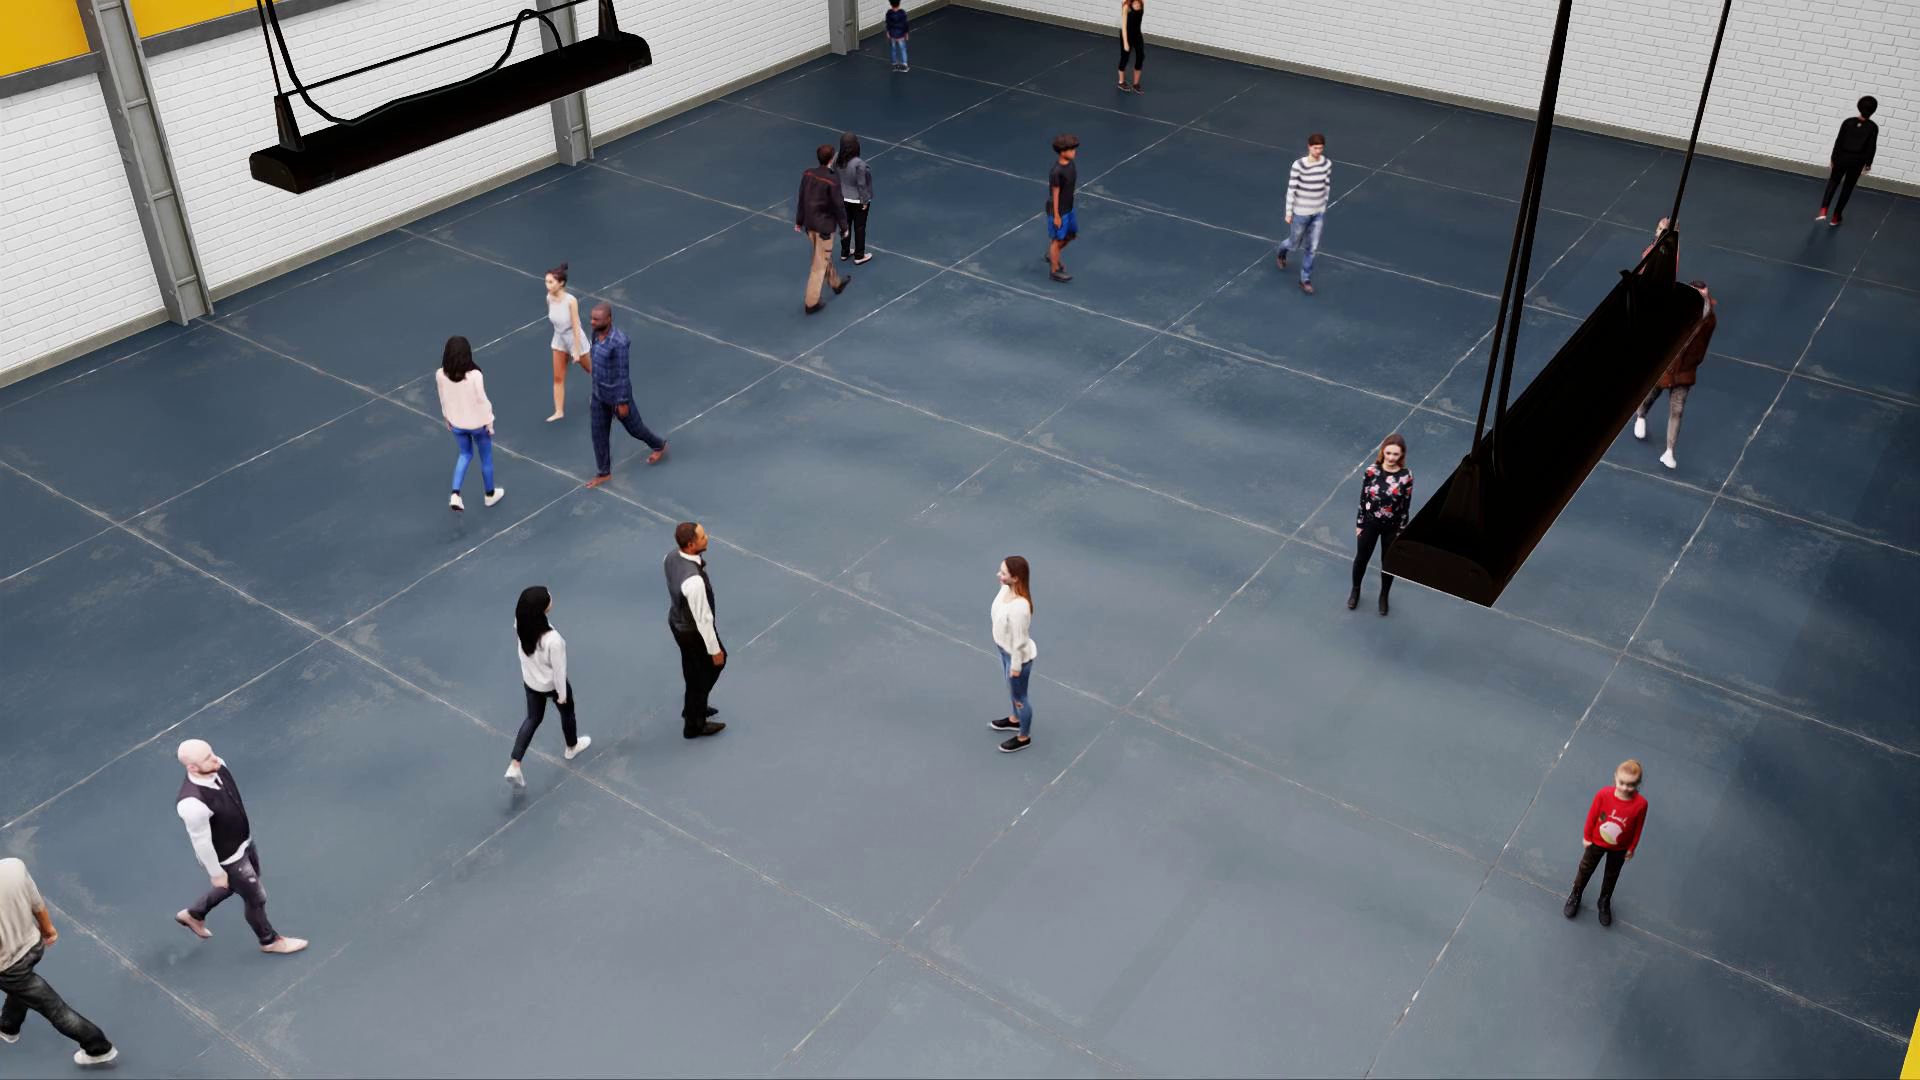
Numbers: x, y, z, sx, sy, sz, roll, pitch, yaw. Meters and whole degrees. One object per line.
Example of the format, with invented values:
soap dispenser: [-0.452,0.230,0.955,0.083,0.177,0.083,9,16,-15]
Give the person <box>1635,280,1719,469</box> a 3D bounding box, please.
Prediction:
person: [6.829,-1.678,16.014,1.003,1.797,1.252,6,34,9]

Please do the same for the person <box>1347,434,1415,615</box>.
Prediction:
person: [3.505,-0.147,13.814,0.626,1.682,0.608,10,35,14]

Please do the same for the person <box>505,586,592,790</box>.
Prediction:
person: [-3.058,1.067,12.000,0.676,1.669,1.060,17,37,23]

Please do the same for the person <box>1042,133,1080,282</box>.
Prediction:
person: [1.098,-3.877,19.332,0.694,1.787,0.613,20,38,27]

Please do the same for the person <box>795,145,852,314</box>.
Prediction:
person: [-1.619,-3.433,18.575,0.732,1.885,1.066,21,39,28]

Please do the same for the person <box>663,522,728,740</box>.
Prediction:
person: [-2.061,0.700,12.338,0.861,1.906,0.846,-14,36,-21]

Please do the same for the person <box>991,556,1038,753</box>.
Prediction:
person: [0.409,0.831,12.335,0.763,1.692,0.695,-5,34,-7]

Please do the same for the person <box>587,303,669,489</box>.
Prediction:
person: [-3.170,-1.389,15.587,0.750,1.789,1.165,26,41,33]

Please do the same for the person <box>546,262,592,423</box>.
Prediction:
person: [-3.853,-2.015,16.712,0.676,1.586,1.083,16,37,22]

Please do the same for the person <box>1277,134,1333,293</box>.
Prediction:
person: [3.985,-3.826,19.217,1.059,1.828,1.115,-6,34,-8]

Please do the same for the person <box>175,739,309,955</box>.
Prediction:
person: [-4.707,1.969,10.525,1.125,1.800,1.077,-4,34,-6]

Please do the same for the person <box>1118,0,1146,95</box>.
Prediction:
person: [2.549,-7.556,24.957,0.823,1.687,0.835,-25,41,-32]

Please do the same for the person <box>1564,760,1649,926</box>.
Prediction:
person: [4.289,1.981,10.975,0.552,1.281,0.569,10,35,15]

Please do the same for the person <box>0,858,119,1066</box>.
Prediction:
person: [-5.488,2.472,9.805,1.046,1.758,1.227,6,34,9]

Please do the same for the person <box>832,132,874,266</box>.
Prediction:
person: [-1.280,-4.079,19.809,0.653,1.595,0.639,22,40,30]

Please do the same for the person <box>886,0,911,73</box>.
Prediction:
person: [-0.991,-7.900,25.896,0.609,1.221,0.613,10,35,14]

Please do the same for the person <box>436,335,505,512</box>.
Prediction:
person: [-4.470,-1.000,15.032,0.828,1.755,0.988,9,35,13]

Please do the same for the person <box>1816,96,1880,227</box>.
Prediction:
person: [11.041,-4.680,20.647,0.644,1.669,0.716,25,41,33]
